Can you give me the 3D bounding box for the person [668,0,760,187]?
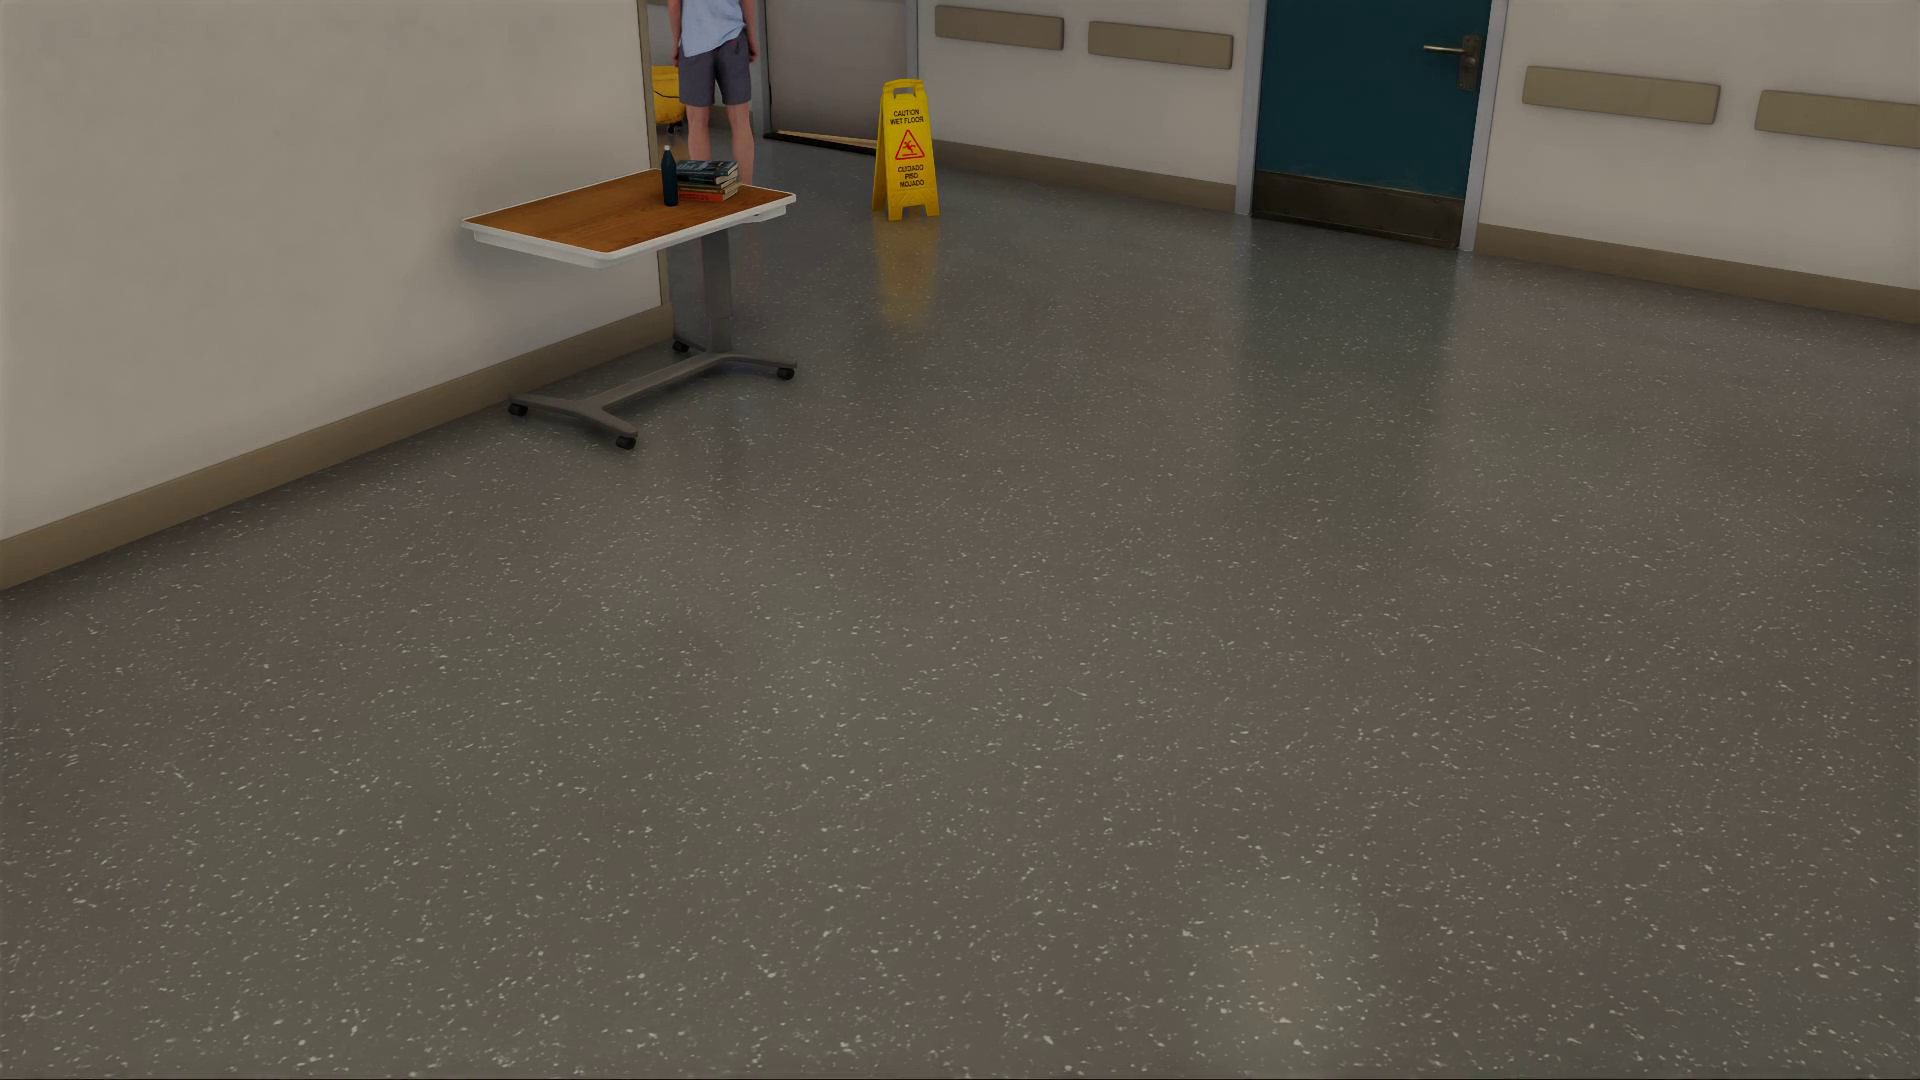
[{"bbox_3d":[-1.388,-2.767,9.351,0.731,1.832,0.793,-4,26,-8],"label":"person"}]
